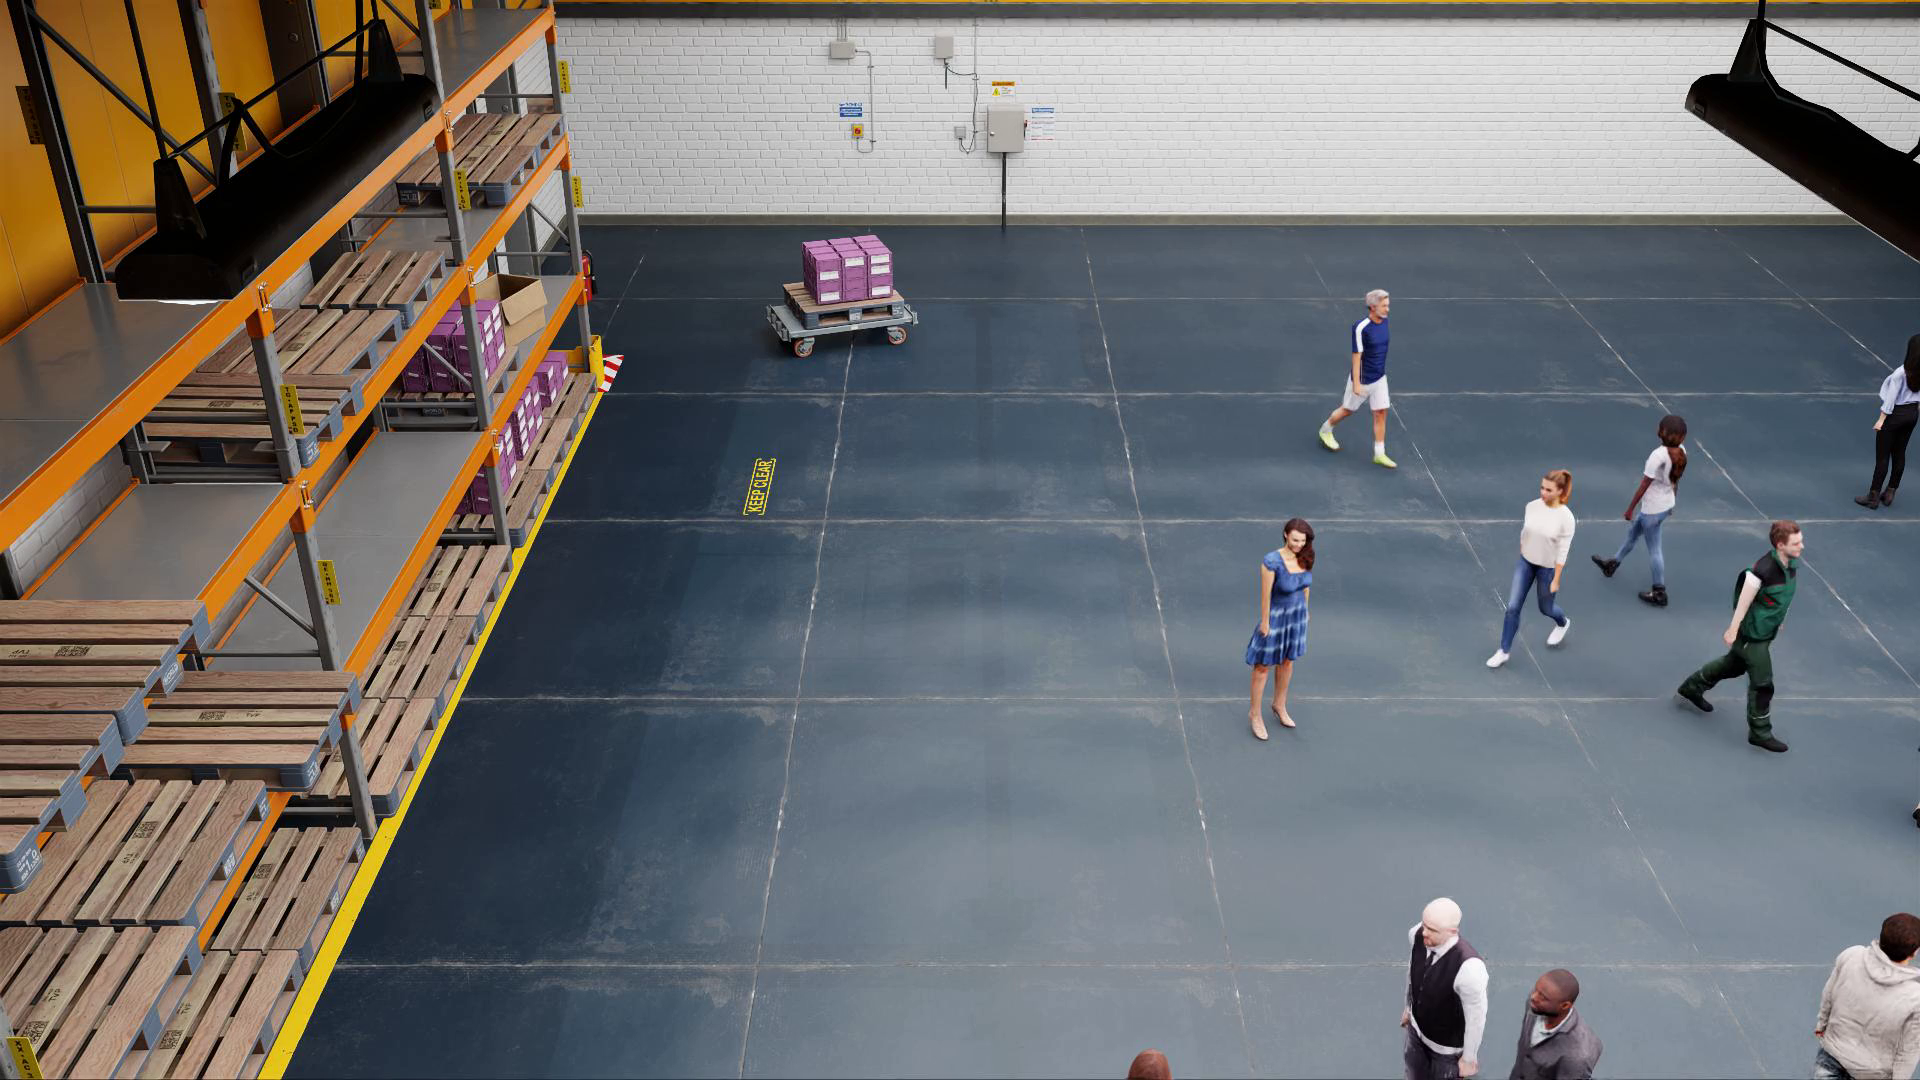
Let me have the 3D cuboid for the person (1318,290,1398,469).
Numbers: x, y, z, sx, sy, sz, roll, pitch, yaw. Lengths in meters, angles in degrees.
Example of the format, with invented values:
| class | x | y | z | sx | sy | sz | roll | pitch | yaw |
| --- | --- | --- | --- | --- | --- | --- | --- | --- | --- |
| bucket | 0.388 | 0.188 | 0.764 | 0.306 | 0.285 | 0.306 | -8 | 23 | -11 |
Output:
| class | x | y | z | sx | sy | sz | roll | pitch | yaw |
| --- | --- | --- | --- | --- | --- | --- | --- | --- | --- |
| person | 3.977 | -1.643 | 16.571 | 1.104 | 1.799 | 1.248 | -21 | 35 | -33 |

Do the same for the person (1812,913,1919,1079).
| class | x | y | z | sx | sy | sz | roll | pitch | yaw |
| --- | --- | --- | --- | --- | --- | --- | --- | --- | --- |
| person | 4.558 | 2.720 | 8.560 | 1.252 | 1.811 | 1.271 | -21 | 35 | -33 |

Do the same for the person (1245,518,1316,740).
| class | x | y | z | sx | sy | sz | roll | pitch | yaw |
| --- | --- | --- | --- | --- | --- | --- | --- | --- | --- |
| person | 2.401 | 0.640 | 12.376 | 0.760 | 1.808 | 0.765 | -16 | 32 | -27 |

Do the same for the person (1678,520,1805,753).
| class | x | y | z | sx | sy | sz | roll | pitch | yaw |
| --- | --- | --- | --- | --- | --- | --- | --- | --- | --- |
| person | 5.847 | 0.637 | 12.385 | 1.131 | 1.805 | 1.221 | -24 | 37 | -37 |

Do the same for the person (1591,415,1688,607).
| class | x | y | z | sx | sy | sz | roll | pitch | yaw |
| --- | --- | --- | --- | --- | --- | --- | --- | --- | --- |
| person | 5.961 | -0.221 | 14.075 | 1.003 | 1.693 | 1.096 | -23 | 36 | -35 |

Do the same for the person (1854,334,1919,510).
| class | x | y | z | sx | sy | sz | roll | pitch | yaw |
| --- | --- | --- | --- | --- | --- | --- | --- | --- | --- |
| person | 8.846 | -1.121 | 15.671 | 0.715 | 1.744 | 0.675 | -10 | 30 | -17 |

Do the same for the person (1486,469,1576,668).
| class | x | y | z | sx | sy | sz | roll | pitch | yaw |
| --- | --- | --- | --- | --- | --- | --- | --- | --- | --- |
| person | 4.685 | 0.217 | 13.276 | 1.088 | 1.689 | 1.113 | -20 | 34 | -32 |

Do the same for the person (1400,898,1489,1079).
| class | x | y | z | sx | sy | sz | roll | pitch | yaw |
| --- | --- | --- | --- | --- | --- | --- | --- | --- | --- |
| person | 2.605 | 2.602 | 8.787 | 1.010 | 1.800 | 1.014 | -15 | 32 | -25 |

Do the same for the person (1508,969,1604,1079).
| class | x | y | z | sx | sy | sz | roll | pitch | yaw |
| --- | --- | --- | --- | --- | --- | --- | --- | --- | --- |
| person | 2.971 | 2.865 | 8.327 | 0.977 | 1.780 | 1.072 | -8 | 30 | -14 |
